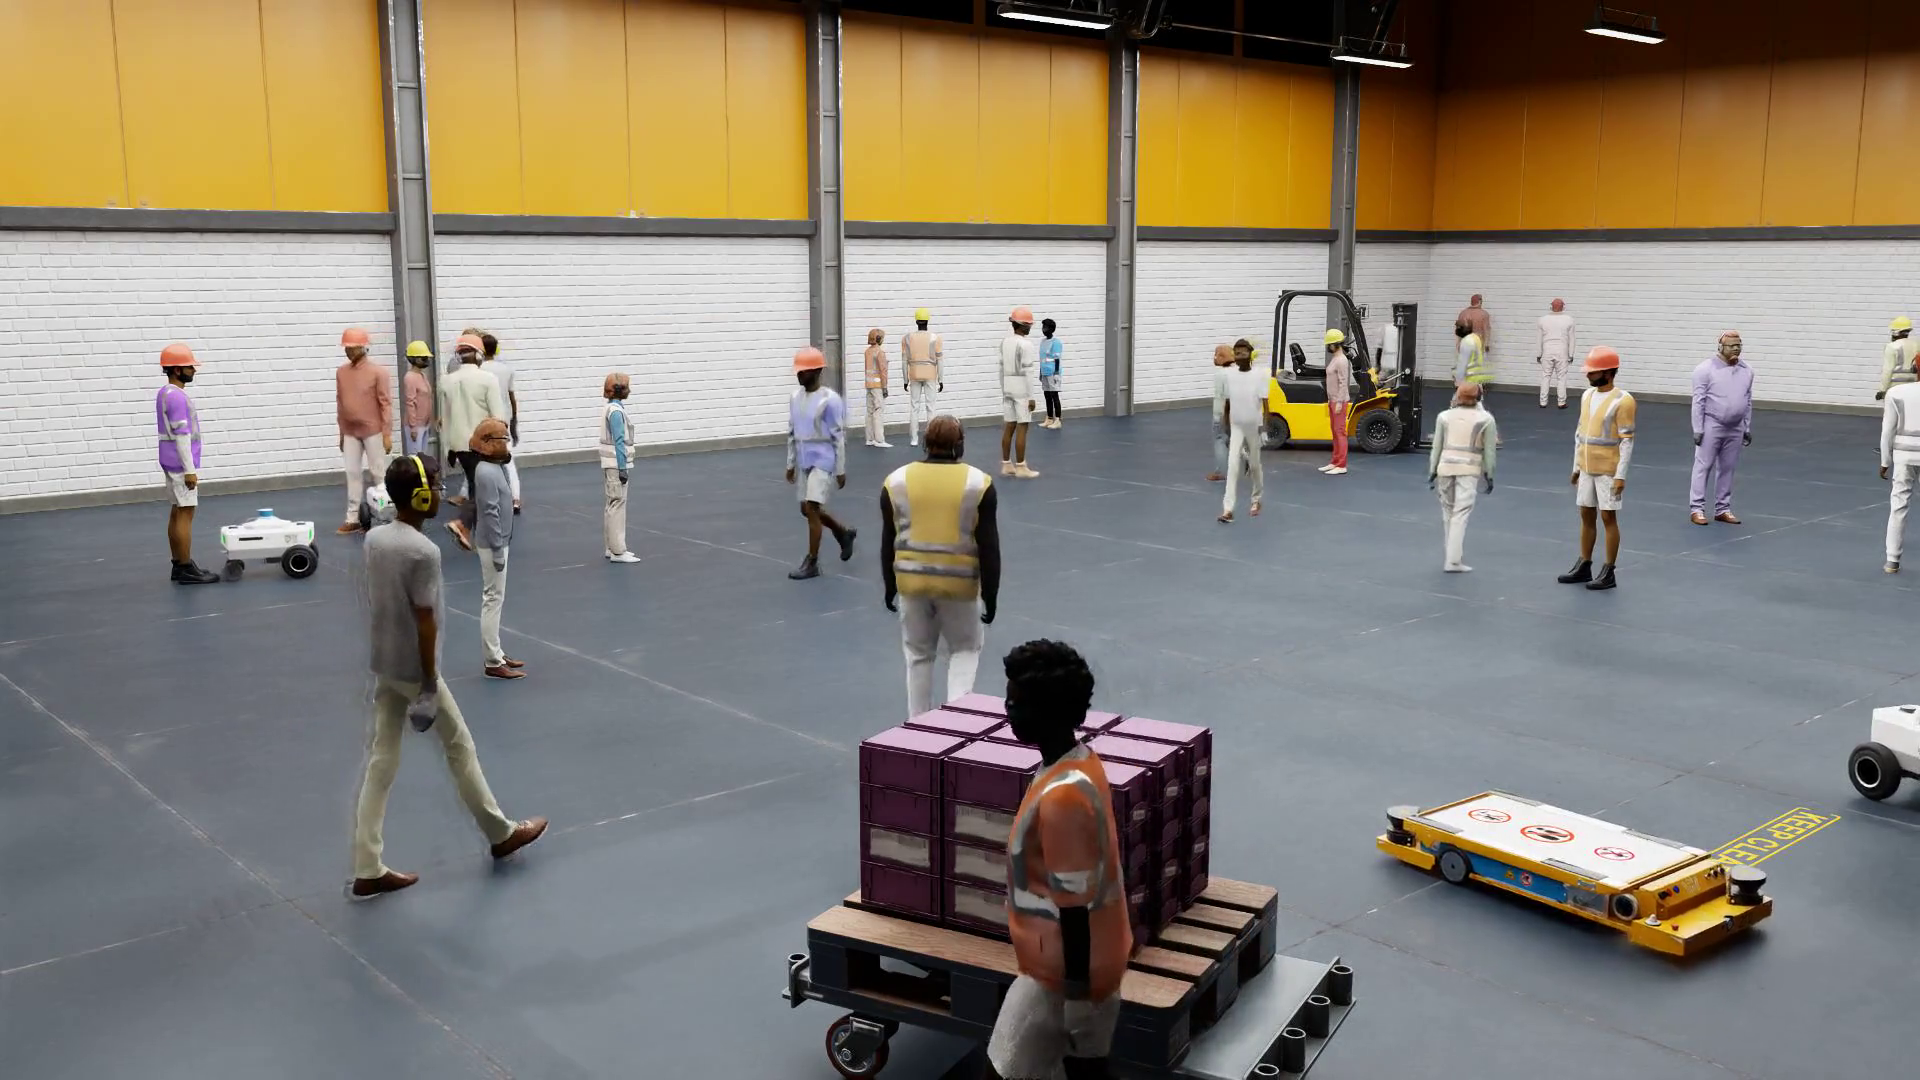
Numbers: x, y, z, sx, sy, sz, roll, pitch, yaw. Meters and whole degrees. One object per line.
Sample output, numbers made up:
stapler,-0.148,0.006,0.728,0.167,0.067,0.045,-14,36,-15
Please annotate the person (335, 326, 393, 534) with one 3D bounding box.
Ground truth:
person,-5.690,-1.049,15.876,0.628,1.996,0.507,4,10,20

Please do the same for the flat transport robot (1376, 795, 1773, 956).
flat transport robot,2.513,1.332,6.912,0.652,0.197,1.431,-7,12,-37

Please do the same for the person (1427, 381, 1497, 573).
person,4.247,-0.539,14.041,0.536,1.585,0.724,7,12,37

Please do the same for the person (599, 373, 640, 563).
person,-2.953,-0.622,14.362,0.307,1.636,0.525,-3,10,-19

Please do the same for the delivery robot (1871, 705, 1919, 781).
delivery robot,4.712,0.976,7.895,0.477,0.478,0.707,-3,10,-18

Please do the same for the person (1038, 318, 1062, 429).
person,1.379,-2.547,25.476,0.320,1.691,0.536,-5,11,-26

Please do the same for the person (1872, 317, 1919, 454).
person,12.491,-2.052,22.194,0.628,1.826,0.404,-4,11,-23

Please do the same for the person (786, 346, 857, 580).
person,-1.134,-0.654,13.742,0.557,1.911,0.773,9,13,42

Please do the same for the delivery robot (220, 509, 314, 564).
delivery robot,-5.697,-0.014,13.692,0.707,0.478,0.477,-4,10,-20

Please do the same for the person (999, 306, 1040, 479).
person,0.718,-1.748,19.771,0.390,2.040,0.614,-6,12,-33

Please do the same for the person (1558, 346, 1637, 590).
person,5.063,-0.570,13.200,0.375,1.931,0.542,-4,10,-22

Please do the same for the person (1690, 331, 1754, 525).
person,7.507,-1.098,16.358,0.641,1.910,0.401,-2,10,-10

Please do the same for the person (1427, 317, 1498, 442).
person,7.128,-2.230,23.361,0.988,1.789,0.641,5,11,25

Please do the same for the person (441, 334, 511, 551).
person,-4.325,-0.831,14.675,0.682,1.949,0.702,5,11,25

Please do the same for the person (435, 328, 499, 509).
person,-5.127,-1.263,17.371,0.657,1.880,1.025,5,11,25

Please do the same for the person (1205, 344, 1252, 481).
person,3.154,-1.472,19.383,0.503,1.614,0.516,9,13,42

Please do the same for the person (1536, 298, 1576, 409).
person,10.320,-3.228,28.817,0.641,1.913,0.407,5,11,27

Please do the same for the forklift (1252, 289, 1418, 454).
forklift,5.034,-2.339,22.783,2.313,2.155,1.214,3,10,16

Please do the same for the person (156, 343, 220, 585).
person,-6.256,-0.611,13.416,0.361,1.939,0.542,-7,12,-35

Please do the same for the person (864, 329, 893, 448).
person,-1.153,-2.092,22.962,0.307,1.640,0.513,-6,11,-31

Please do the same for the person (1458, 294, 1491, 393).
person,9.940,-3.790,32.128,0.650,1.904,0.401,9,13,43

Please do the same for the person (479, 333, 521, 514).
person,-4.768,-1.169,16.971,0.574,1.880,0.458,-6,11,-30

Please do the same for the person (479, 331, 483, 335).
person,-5.215,-1.346,17.993,0.345,1.847,0.507,-4,10,-21

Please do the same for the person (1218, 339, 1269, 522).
person,2.867,-1.097,16.640,0.533,1.819,0.982,5,11,25

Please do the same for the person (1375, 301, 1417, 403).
person,6.626,-2.638,25.246,0.643,1.946,0.427,7,12,35

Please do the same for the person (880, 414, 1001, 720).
person,-0.105,0.255,8.687,0.649,1.824,0.459,2,10,9

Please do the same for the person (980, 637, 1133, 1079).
person,0.179,1.080,4.274,0.640,1.670,0.548,1,10,8

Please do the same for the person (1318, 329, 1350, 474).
person,4.544,-1.670,20.150,0.334,1.759,0.523,0,10,1

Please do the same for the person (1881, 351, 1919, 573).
person,7.943,-0.644,13.774,0.572,1.883,0.356,7,12,36

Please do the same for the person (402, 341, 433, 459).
person,-5.597,-1.181,17.258,0.331,1.768,0.526,0,10,-1

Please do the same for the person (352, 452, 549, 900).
person,-2.214,0.542,7.003,0.516,1.831,0.932,7,12,35

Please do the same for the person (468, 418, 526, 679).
person,-2.906,0.050,10.439,0.286,1.633,0.499,-2,10,-14

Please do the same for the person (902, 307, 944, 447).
person,-0.514,-2.249,23.030,0.587,1.930,0.362,1,10,8

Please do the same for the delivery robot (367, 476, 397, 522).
delivery robot,-5.408,-0.376,15.808,0.477,0.478,0.707,-5,11,-28
